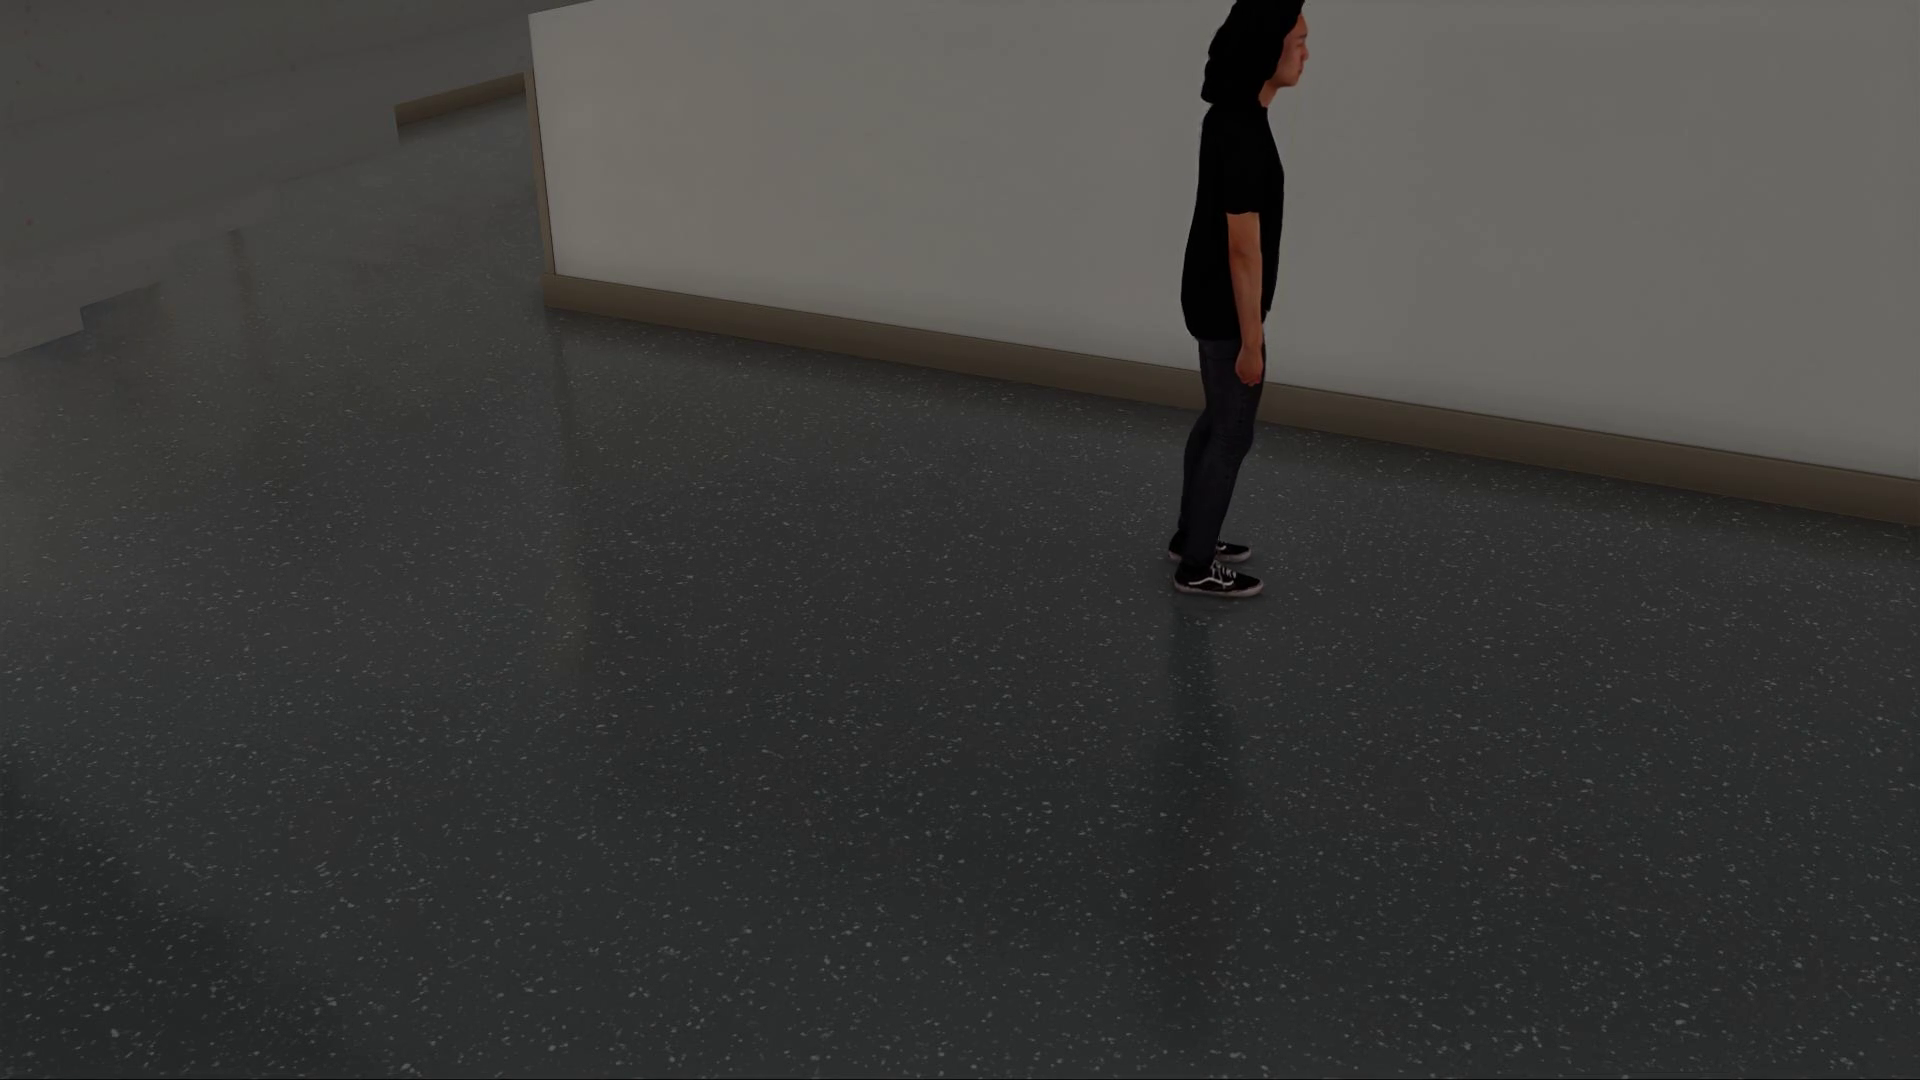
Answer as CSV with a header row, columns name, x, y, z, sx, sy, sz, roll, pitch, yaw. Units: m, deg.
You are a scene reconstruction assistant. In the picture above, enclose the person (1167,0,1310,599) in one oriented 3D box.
name,x,y,z,sx,sy,sz,roll,pitch,yaw
person,0.783,-0.700,4.921,0.679,1.824,0.704,0,26,0
